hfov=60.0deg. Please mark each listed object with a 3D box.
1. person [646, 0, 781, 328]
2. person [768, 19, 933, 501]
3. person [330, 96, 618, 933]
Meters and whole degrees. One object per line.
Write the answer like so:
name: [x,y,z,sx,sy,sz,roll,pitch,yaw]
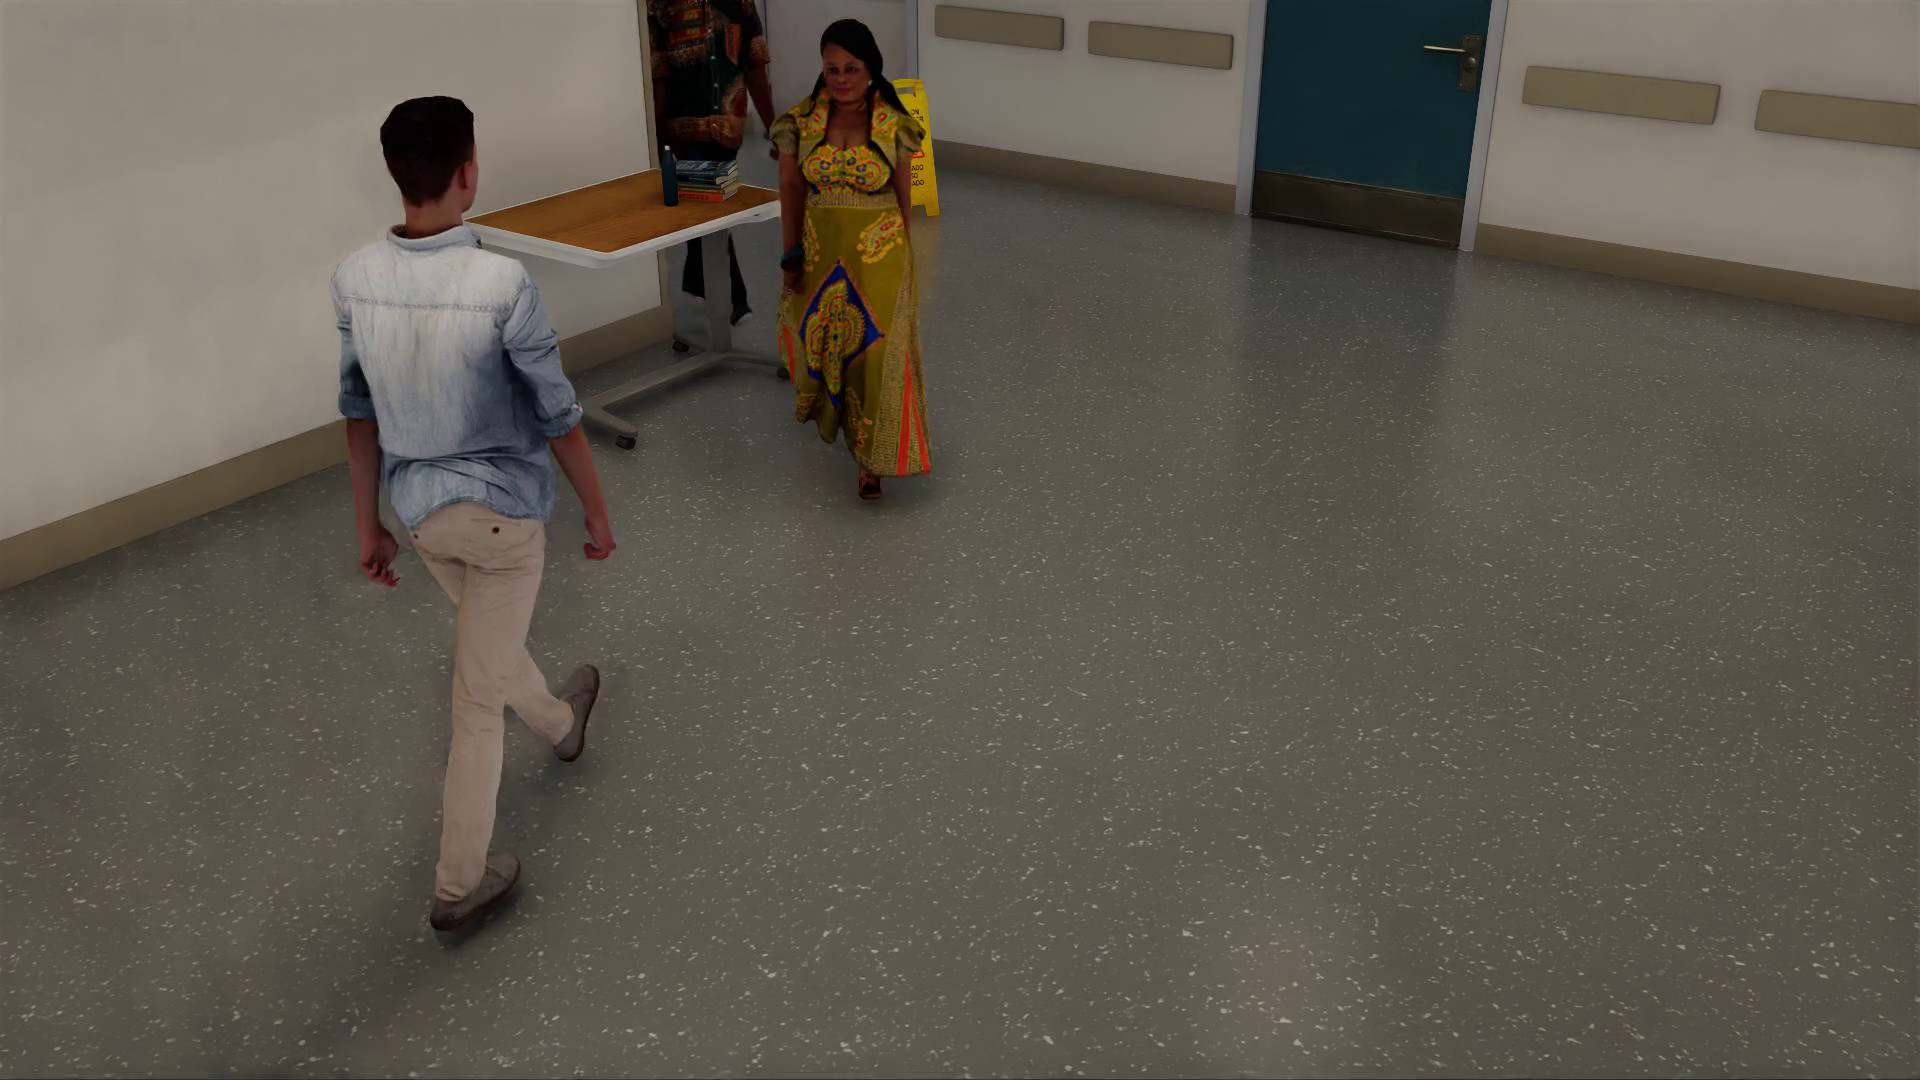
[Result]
person: [-1.195,-1.870,7.529,0.985,1.758,1.239,-18,31,-33]
person: [-0.399,-1.012,5.937,1.157,1.636,1.172,-1,26,-2]
person: [-1.112,0.011,3.620,1.191,1.805,0.982,7,27,15]
